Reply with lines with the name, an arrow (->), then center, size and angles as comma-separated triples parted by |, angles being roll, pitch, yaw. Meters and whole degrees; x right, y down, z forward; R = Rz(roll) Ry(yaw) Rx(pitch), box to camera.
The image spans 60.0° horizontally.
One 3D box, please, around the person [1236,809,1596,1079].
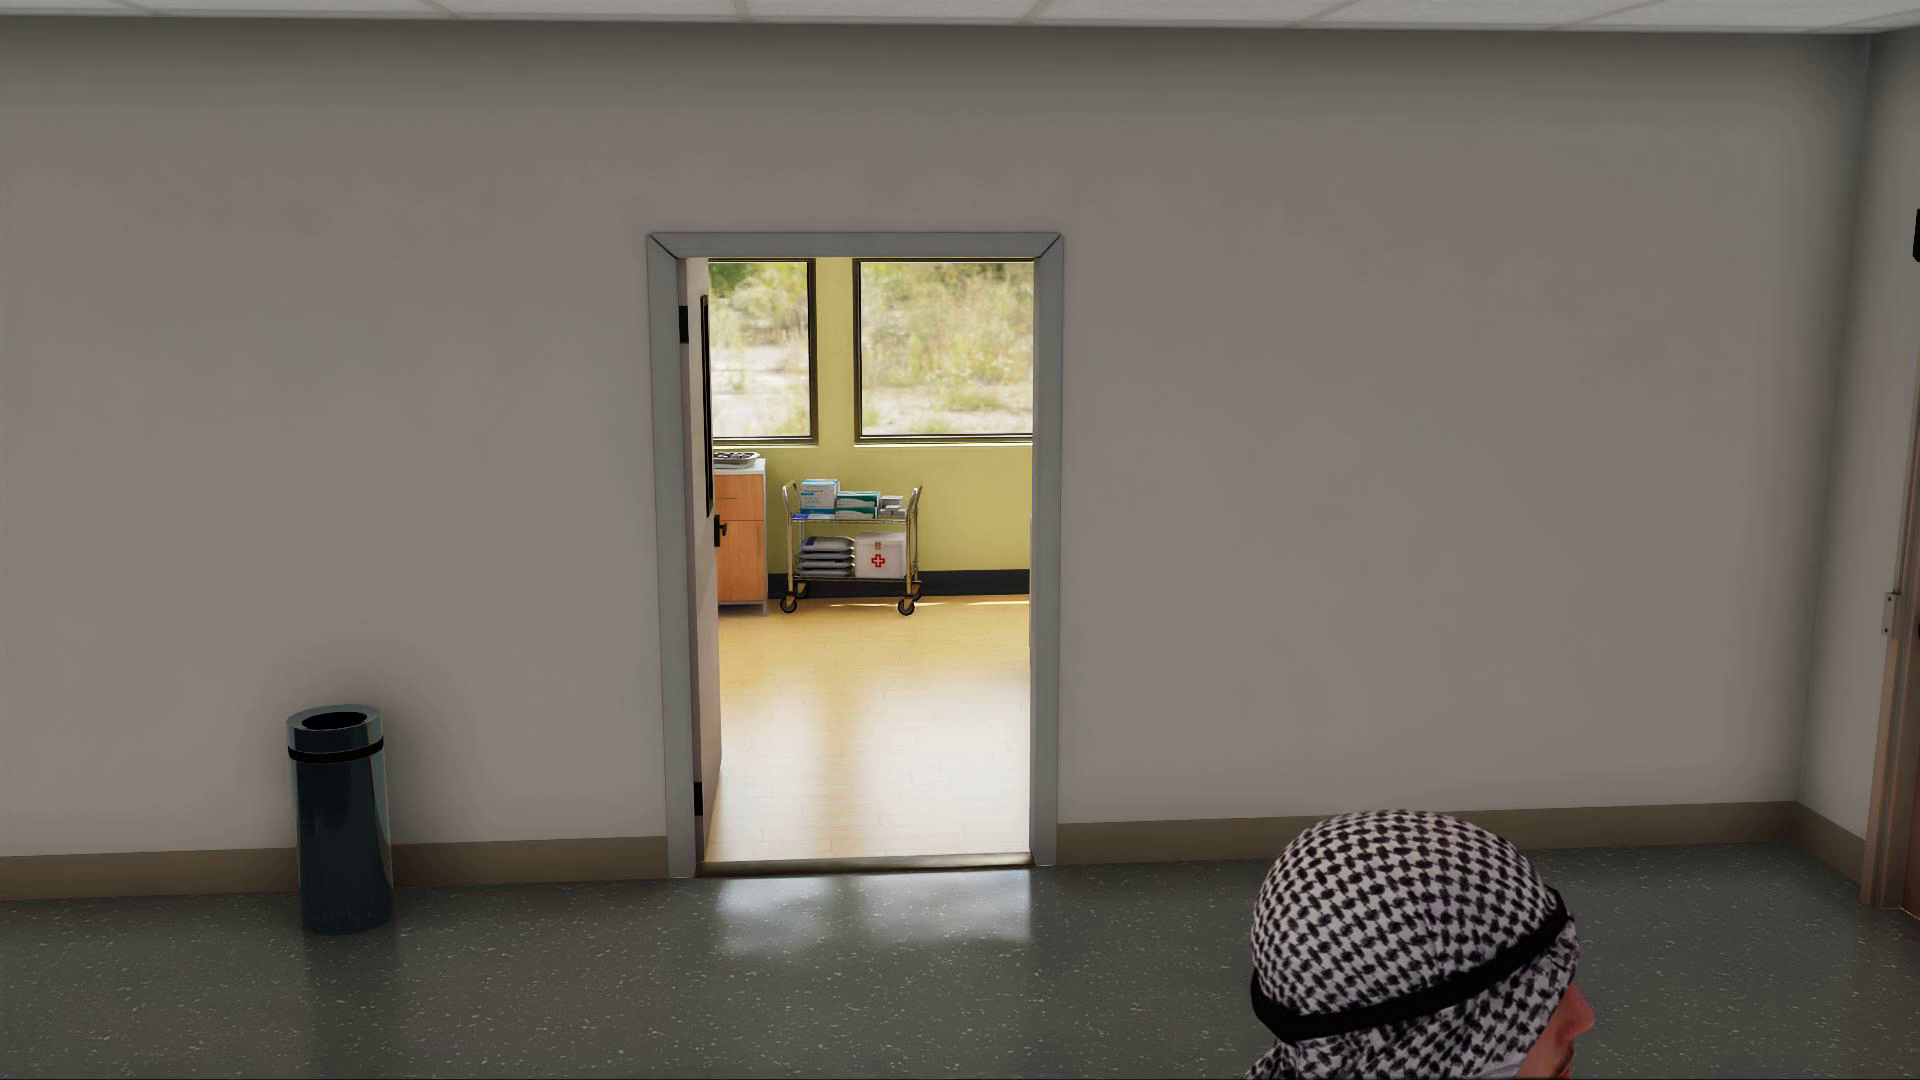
person -> 0.296, 1.135, 1.354 | 0.669, 1.925, 0.734 | 1, 11, 4
